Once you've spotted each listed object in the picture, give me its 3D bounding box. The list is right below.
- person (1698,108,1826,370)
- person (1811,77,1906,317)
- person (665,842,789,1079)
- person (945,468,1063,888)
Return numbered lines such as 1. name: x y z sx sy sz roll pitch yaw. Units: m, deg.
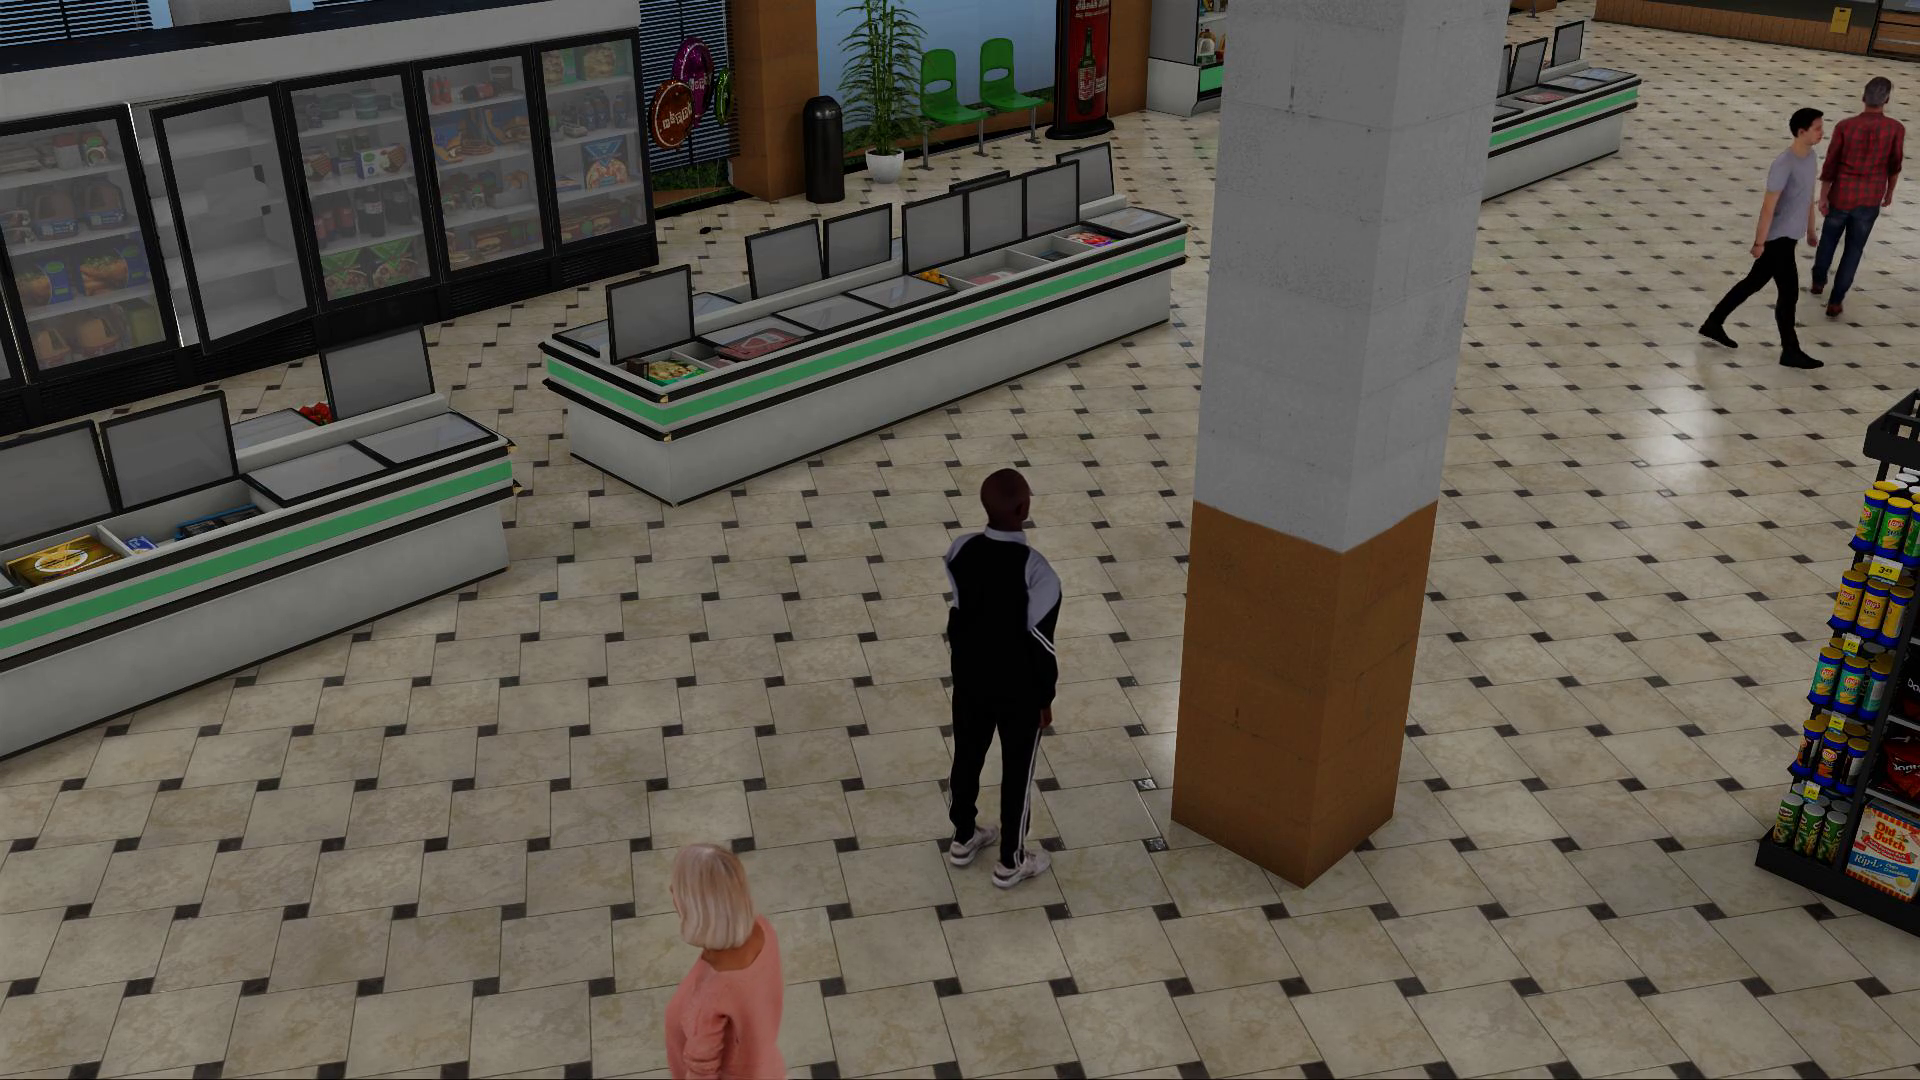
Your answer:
1. person: 5.841 -2.196 12.041 0.740 1.825 1.085 24 36 39
2. person: 6.975 -2.634 12.941 0.838 1.793 1.142 16 31 28
3. person: -0.625 1.577 4.712 0.731 1.724 0.620 6 28 13
4. person: 0.140 0.554 6.623 0.683 1.822 0.612 17 32 30
